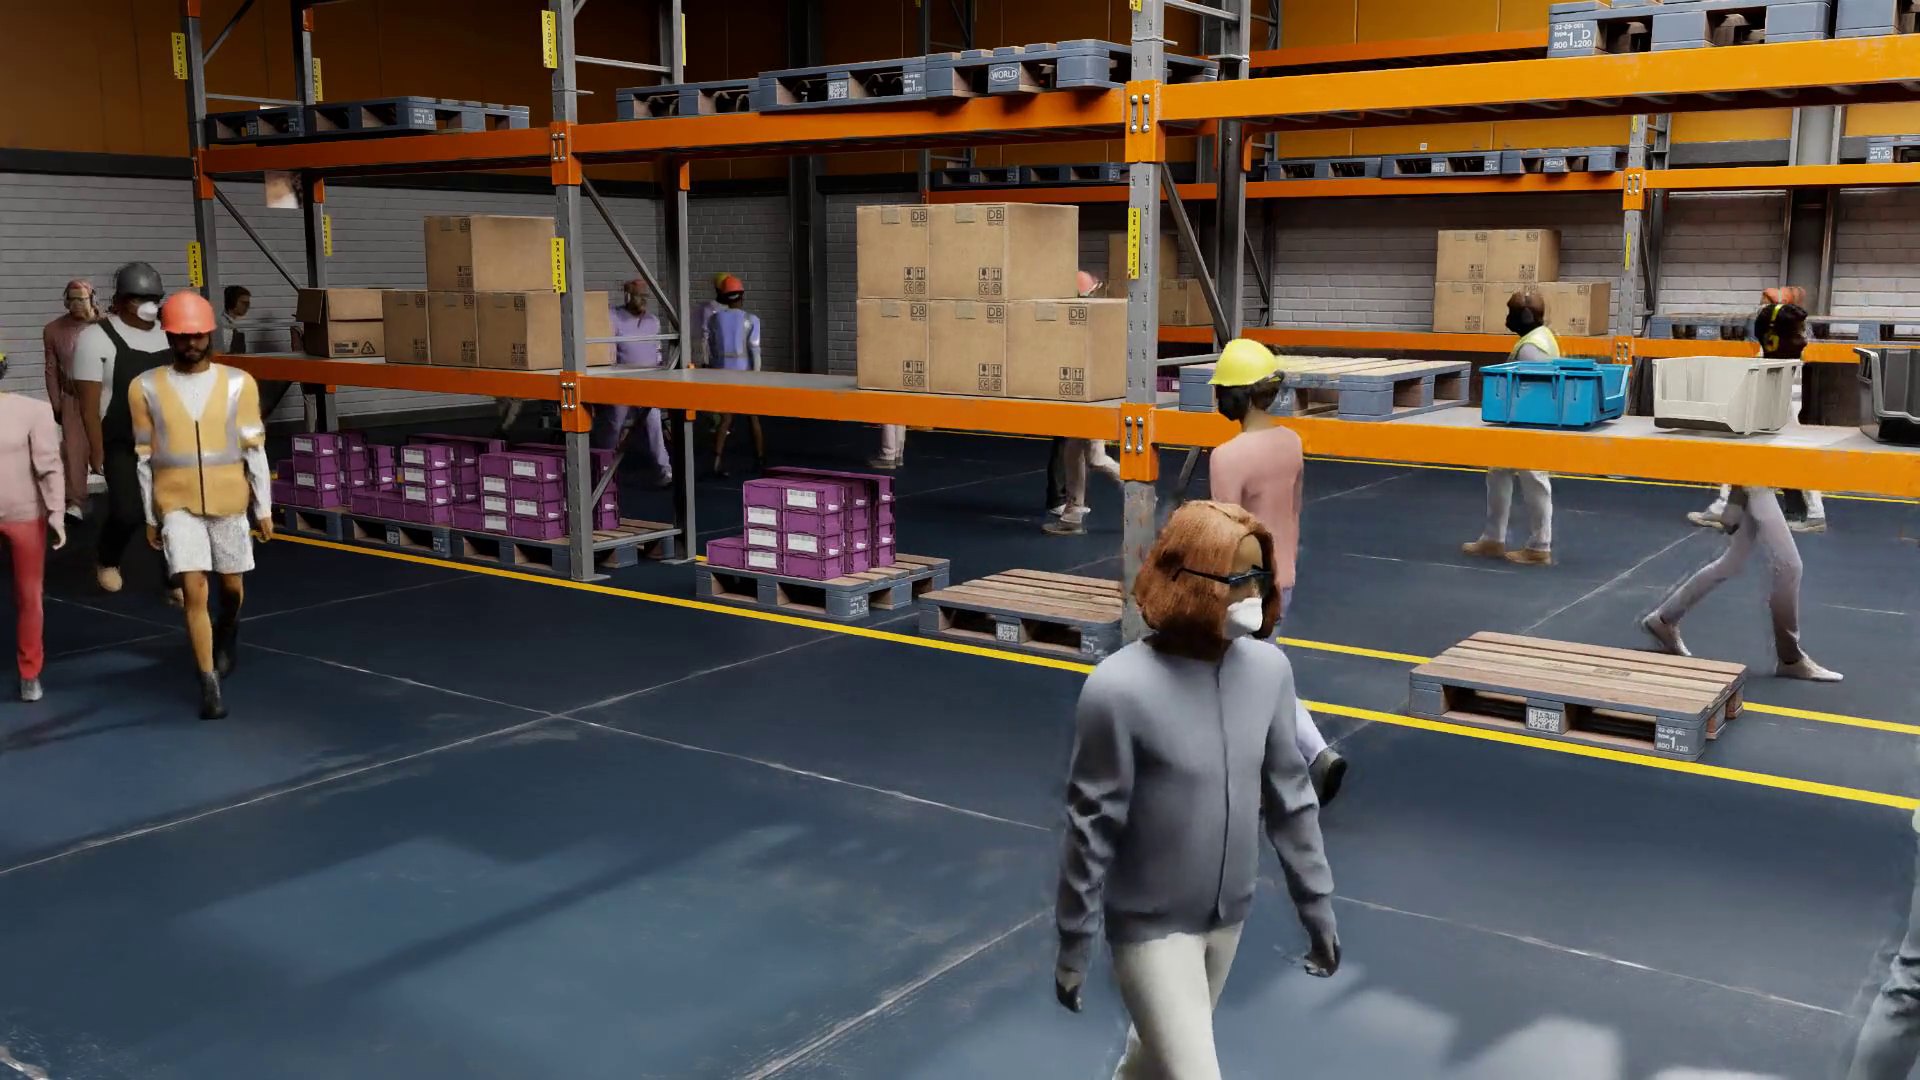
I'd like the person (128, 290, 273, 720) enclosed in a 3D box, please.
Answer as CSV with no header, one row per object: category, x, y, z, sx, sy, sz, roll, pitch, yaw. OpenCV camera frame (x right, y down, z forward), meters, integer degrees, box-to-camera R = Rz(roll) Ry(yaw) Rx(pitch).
person,-3.468,-0.193,7.621,0.556,1.904,0.905,-5,11,-27

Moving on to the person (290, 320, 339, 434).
person,-7.237,-1.929,18.711,0.514,1.645,0.308,-4,10,-24

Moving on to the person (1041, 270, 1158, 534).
person,1.036,-1.003,12.290,0.807,1.957,0.651,-2,10,-12

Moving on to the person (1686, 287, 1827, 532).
person,6.056,-0.965,12.415,0.980,1.832,0.598,2,10,12

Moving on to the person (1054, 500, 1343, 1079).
person,0.484,0.726,3.017,0.530,1.587,0.831,-8,12,-39

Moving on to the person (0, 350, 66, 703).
person,-4.249,-0.066,7.363,0.537,1.726,0.851,-5,11,-28

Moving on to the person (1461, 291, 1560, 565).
person,3.654,-0.743,11.107,0.727,1.818,0.661,3,10,20

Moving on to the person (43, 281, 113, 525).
person,-6.721,-1.057,12.863,0.656,1.863,0.977,-3,10,-18

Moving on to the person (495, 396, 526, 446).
person,-4.920,-1.800,17.980,0.537,1.618,0.451,2,10,10

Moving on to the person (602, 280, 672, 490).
person,-2.881,-1.356,14.686,0.640,1.853,1.049,-7,12,-38

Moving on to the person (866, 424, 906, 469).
person,-0.722,-1.691,16.252,0.388,1.992,0.618,6,11,30

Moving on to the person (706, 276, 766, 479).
person,-2.125,-1.523,15.590,0.540,1.896,0.916,1,10,6

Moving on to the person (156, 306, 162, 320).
person,-6.420,-1.106,13.743,0.572,1.653,0.702,6,11,33

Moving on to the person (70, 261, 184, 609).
person,-4.757,-0.613,9.690,0.679,2.000,0.697,7,12,38

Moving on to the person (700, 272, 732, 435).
person,-2.749,-2.152,19.265,0.473,1.898,0.616,6,11,32

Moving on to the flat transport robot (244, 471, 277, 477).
flat transport robot,-5.899,-0.452,13.994,1.431,0.197,0.652,-3,10,-15

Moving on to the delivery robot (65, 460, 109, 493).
delivery robot,-6.816,-0.547,13.432,0.707,0.478,0.477,-7,12,-35

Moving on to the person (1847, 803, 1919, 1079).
person,2.219,0.656,3.399,0.723,1.603,0.515,7,12,37

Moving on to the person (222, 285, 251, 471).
person,-6.768,-1.420,15.206,0.737,1.805,0.568,-1,10,-5

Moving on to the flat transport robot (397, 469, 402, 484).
flat transport robot,-4.499,-0.501,14.285,1.431,0.197,0.652,-3,10,-17

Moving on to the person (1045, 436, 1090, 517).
person,0.819,-1.123,13.142,0.413,1.905,0.603,2,10,10

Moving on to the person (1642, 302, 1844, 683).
person,3.888,-0.256,8.206,0.926,1.835,0.529,7,12,35

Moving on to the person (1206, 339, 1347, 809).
person,1.068,0.167,5.886,0.521,1.750,0.543,9,13,43
